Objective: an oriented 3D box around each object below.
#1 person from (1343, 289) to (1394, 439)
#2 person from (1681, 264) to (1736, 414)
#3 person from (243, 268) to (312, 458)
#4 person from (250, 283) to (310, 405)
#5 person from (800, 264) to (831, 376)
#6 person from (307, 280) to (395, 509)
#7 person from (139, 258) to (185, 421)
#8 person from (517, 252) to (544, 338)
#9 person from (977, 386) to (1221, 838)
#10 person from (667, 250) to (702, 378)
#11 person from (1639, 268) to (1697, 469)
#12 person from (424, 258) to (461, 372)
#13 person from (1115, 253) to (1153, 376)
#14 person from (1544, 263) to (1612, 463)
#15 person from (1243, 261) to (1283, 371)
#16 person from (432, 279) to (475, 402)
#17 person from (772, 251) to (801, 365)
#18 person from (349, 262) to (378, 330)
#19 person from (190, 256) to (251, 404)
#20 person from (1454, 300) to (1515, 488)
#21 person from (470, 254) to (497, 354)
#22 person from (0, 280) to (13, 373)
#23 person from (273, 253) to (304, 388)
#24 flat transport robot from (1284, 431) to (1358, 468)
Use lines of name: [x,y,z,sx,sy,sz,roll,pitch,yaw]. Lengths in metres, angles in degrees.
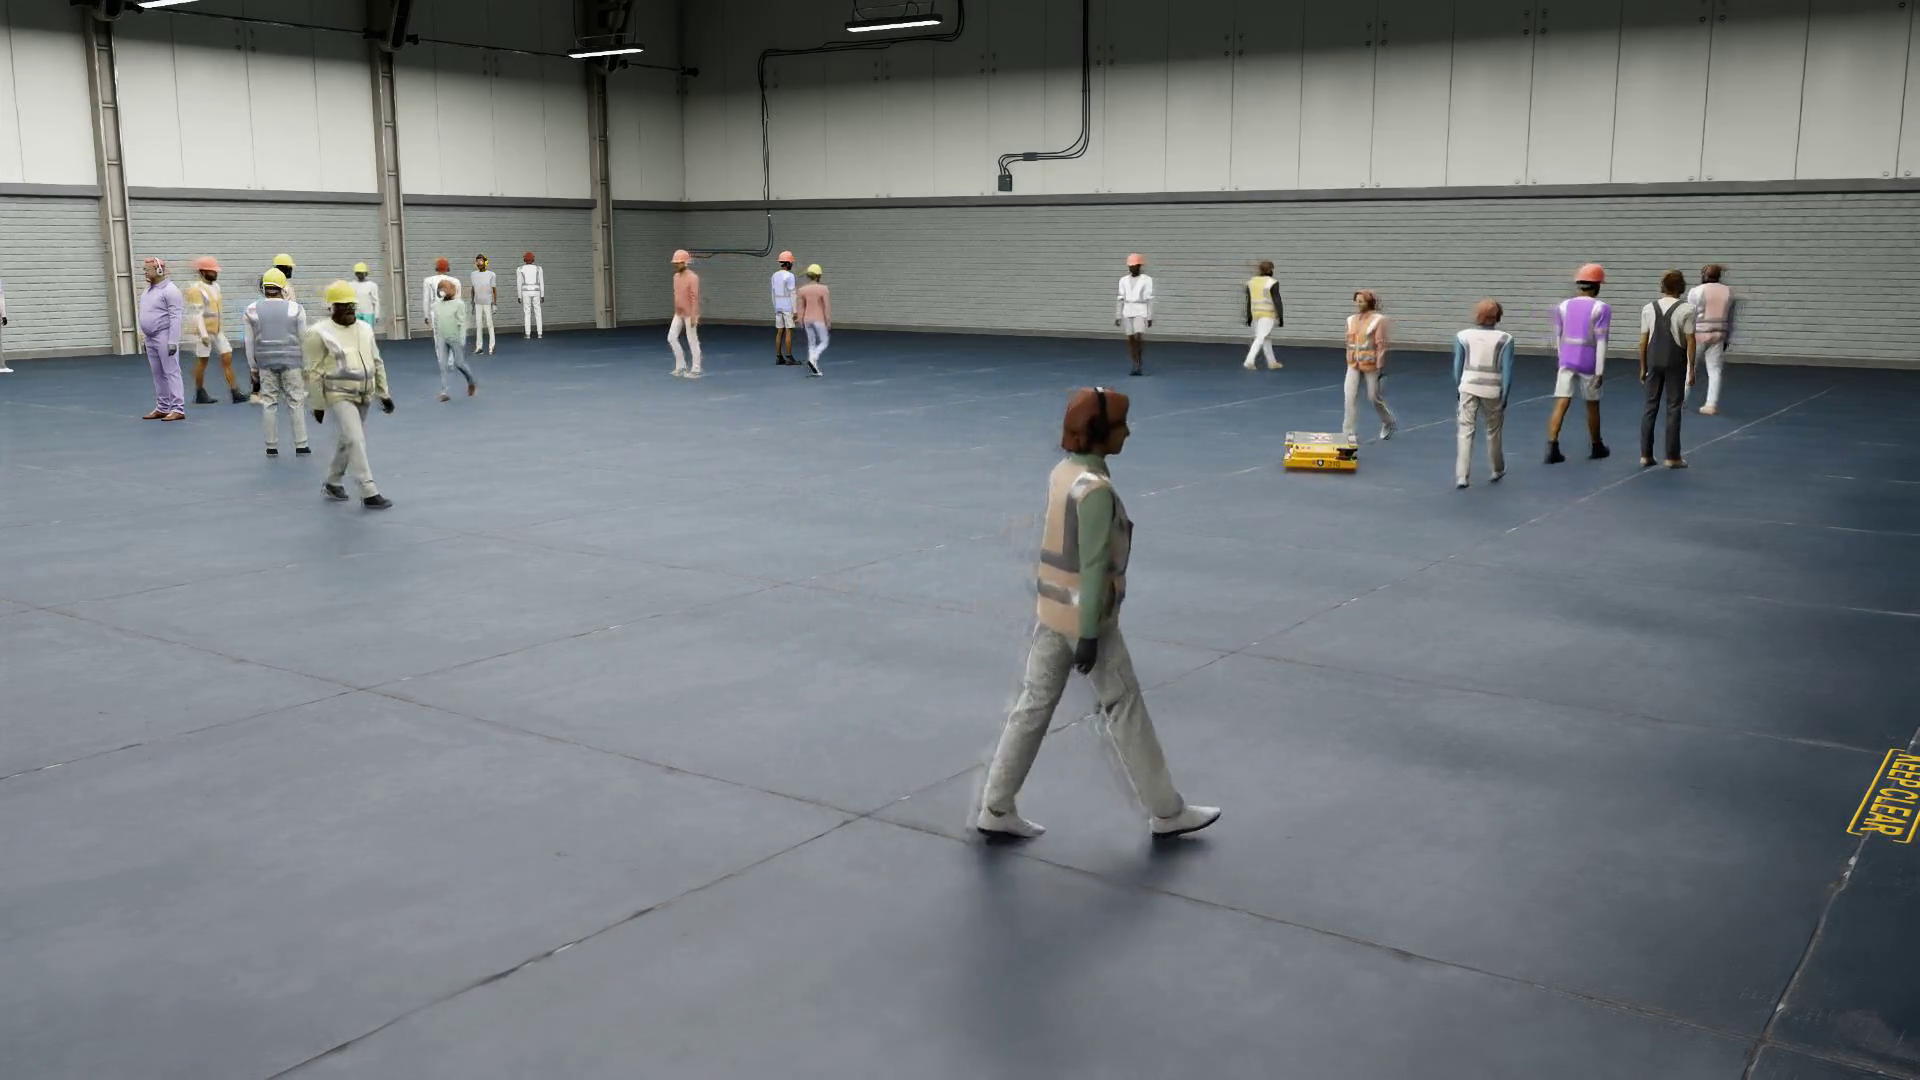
person: [4.255,-1.816,17.352,0.762,1.614,0.518,-9,13,-40]
person: [9.148,-2.481,20.521,0.659,1.808,0.887,-1,10,-3]
person: [-6.606,-1.712,16.160,0.591,1.833,0.403,-2,10,-12]
person: [-8.863,-2.575,21.506,0.547,1.641,0.883,9,14,43]
person: [-2.267,-3.411,25.876,0.540,1.755,0.459,5,11,26]
person: [-4.858,-1.158,13.190,0.926,1.793,0.584,5,11,28]
person: [-9.404,-2.353,19.548,0.643,1.909,0.410,7,12,33]
person: [-9.388,-5.349,36.392,0.573,1.883,0.354,-3,11,-19]
person: [0.452,0.268,5.733,0.857,1.593,0.526,-2,10,-13]
person: [-4.249,-3.458,25.542,0.620,1.968,0.647,-9,14,-43]
person: [6.547,-1.580,15.392,0.328,1.842,0.515,-10,14,-43]
person: [-8.410,-3.662,27.083,0.578,1.843,0.975,-4,11,-20]
person: [2.695,-3.519,26.048,0.560,1.913,0.640,6,12,30]
person: [5.918,-1.677,15.836,0.551,1.892,0.983,10,14,44]
person: [4.973,-3.664,27.208,0.963,1.799,0.641,-7,12,-34]
person: [-6.708,-2.648,22.020,0.501,1.619,0.640,3,10,15]
person: [-2.960,-3.948,28.392,0.553,1.935,0.361,10,14,43]
person: [-10.157,-3.844,28.296,0.543,1.755,0.381,1,10,3]
person: [-9.574,-2.691,21.450,0.903,1.896,0.566,2,10,13]
person: [4.486,-1.256,14.282,0.519,1.593,0.874,6,12,28]
person: [-8.923,-4.406,31.141,0.520,1.874,0.327,1,10,6]
person: [-15.561,-3.624,26.635,0.585,1.917,0.381,0,10,2]
person: [-9.707,-3.150,23.945,0.360,1.930,0.586,-2,10,-10]
flat transport robot: [3.428,-0.868,15.810,0.652,0.197,1.431,2,10,12]
